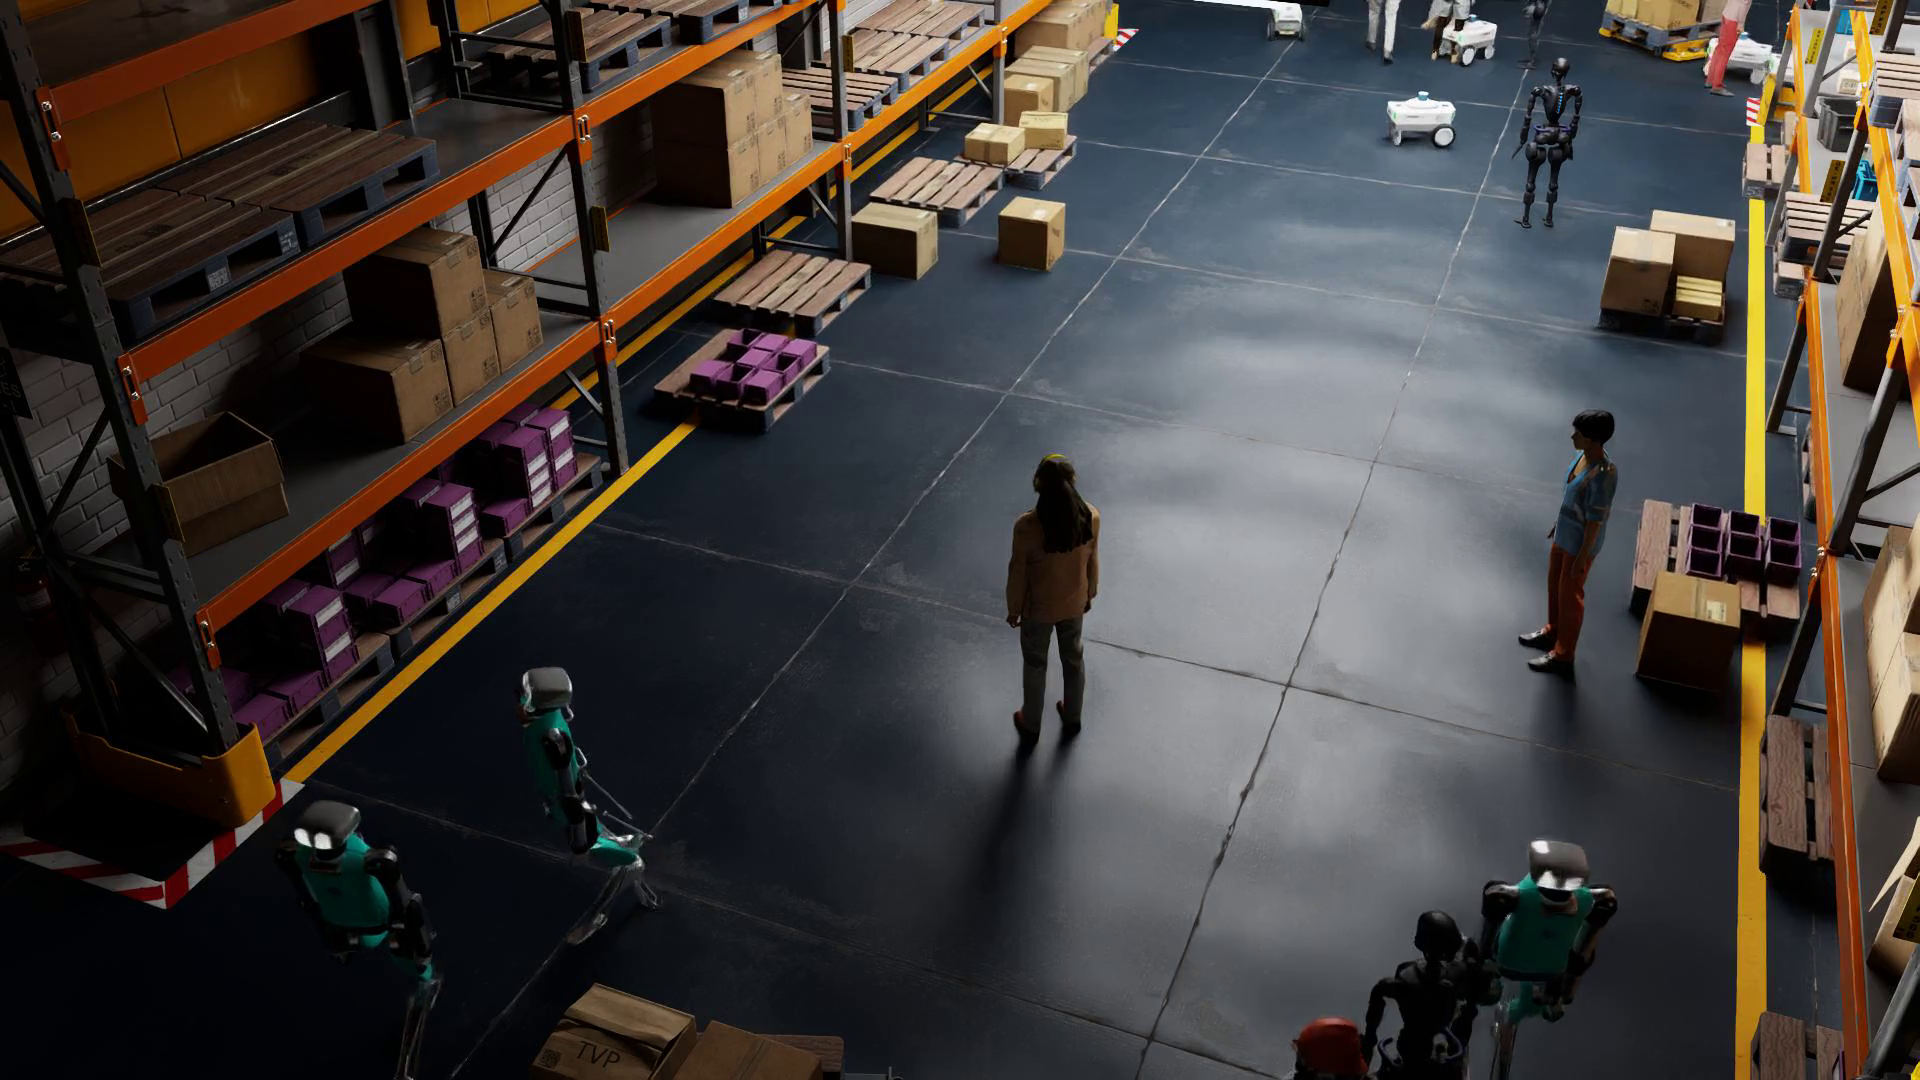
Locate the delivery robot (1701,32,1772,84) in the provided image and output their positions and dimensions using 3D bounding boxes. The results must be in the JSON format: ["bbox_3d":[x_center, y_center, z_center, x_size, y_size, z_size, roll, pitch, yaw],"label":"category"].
[{"bbox_3d":[9.616,-5.990,20.587,0.773,0.582,0.499,16,36,23],"label":"delivery robot"}]

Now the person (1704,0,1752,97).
[{"bbox_3d":[9.254,-6.212,19.825,0.315,1.769,0.522,5,33,7],"label":"person"}]

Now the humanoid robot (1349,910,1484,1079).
[{"bbox_3d":[1.875,2.231,6.868,0.596,1.655,0.432,-11,34,-16],"label":"humanoid robot"}]

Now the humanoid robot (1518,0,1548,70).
[{"bbox_3d":[7.187,-6.726,20.701,0.328,1.653,0.602,12,35,17],"label":"humanoid robot"}]

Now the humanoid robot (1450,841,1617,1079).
[{"bbox_3d":[2.412,1.886,7.355,0.530,1.805,0.730,1,33,2],"label":"humanoid robot"}]

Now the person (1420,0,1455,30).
[{"bbox_3d":[6.558,-7.624,22.034,0.570,1.745,0.490,-25,40,-33],"label":"person"}]

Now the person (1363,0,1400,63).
[{"bbox_3d":[5.392,-7.037,21.027,0.555,1.851,0.961,3,33,5],"label":"person"}]

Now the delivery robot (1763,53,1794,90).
[{"bbox_3d":[10.138,-5.631,20.050,0.801,0.602,0.499,12,35,18],"label":"delivery robot"}]

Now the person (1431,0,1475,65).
[{"bbox_3d":[6.238,-6.850,20.884,0.534,1.693,0.320,23,39,31],"label":"person"}]

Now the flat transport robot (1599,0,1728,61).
[{"bbox_3d":[9.135,-6.565,21.753,0.659,0.231,1.431,-15,36,-21],"label":"flat transport robot"}]

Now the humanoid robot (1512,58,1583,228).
[{"bbox_3d":[5.754,-3.895,16.309,0.599,1.657,0.315,-1,33,-1],"label":"humanoid robot"}]

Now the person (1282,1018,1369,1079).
[{"bbox_3d":[1.280,2.528,6.343,0.391,1.715,0.633,22,39,31],"label":"person"}]

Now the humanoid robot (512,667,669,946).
[{"bbox_3d":[-1.729,1.332,8.278,0.774,1.871,0.563,-18,37,-26],"label":"humanoid robot"}]

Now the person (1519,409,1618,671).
[{"bbox_3d":[3.771,-0.007,10.231,0.333,1.758,0.502,0,33,0],"label":"person"}]

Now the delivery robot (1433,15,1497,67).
[{"bbox_3d":[6.473,-6.383,21.209,0.791,0.598,0.499,-20,38,-27],"label":"delivery robot"}]

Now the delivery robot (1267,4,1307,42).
[{"bbox_3d":[4.332,-6.932,22.075,0.499,0.614,0.808,2,33,3],"label":"delivery robot"}]

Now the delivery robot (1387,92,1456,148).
[{"bbox_3d":[5.163,-4.719,18.621,0.752,0.583,0.521,0,33,-1],"label":"delivery robot"}]

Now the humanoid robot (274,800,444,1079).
[{"bbox_3d":[-2.604,1.712,7.610,0.531,1.714,1.053,4,33,6],"label":"humanoid robot"}]

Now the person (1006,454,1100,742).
[{"bbox_3d":[0.540,0.356,9.572,0.559,1.869,0.390,-12,35,-18],"label":"person"}]
